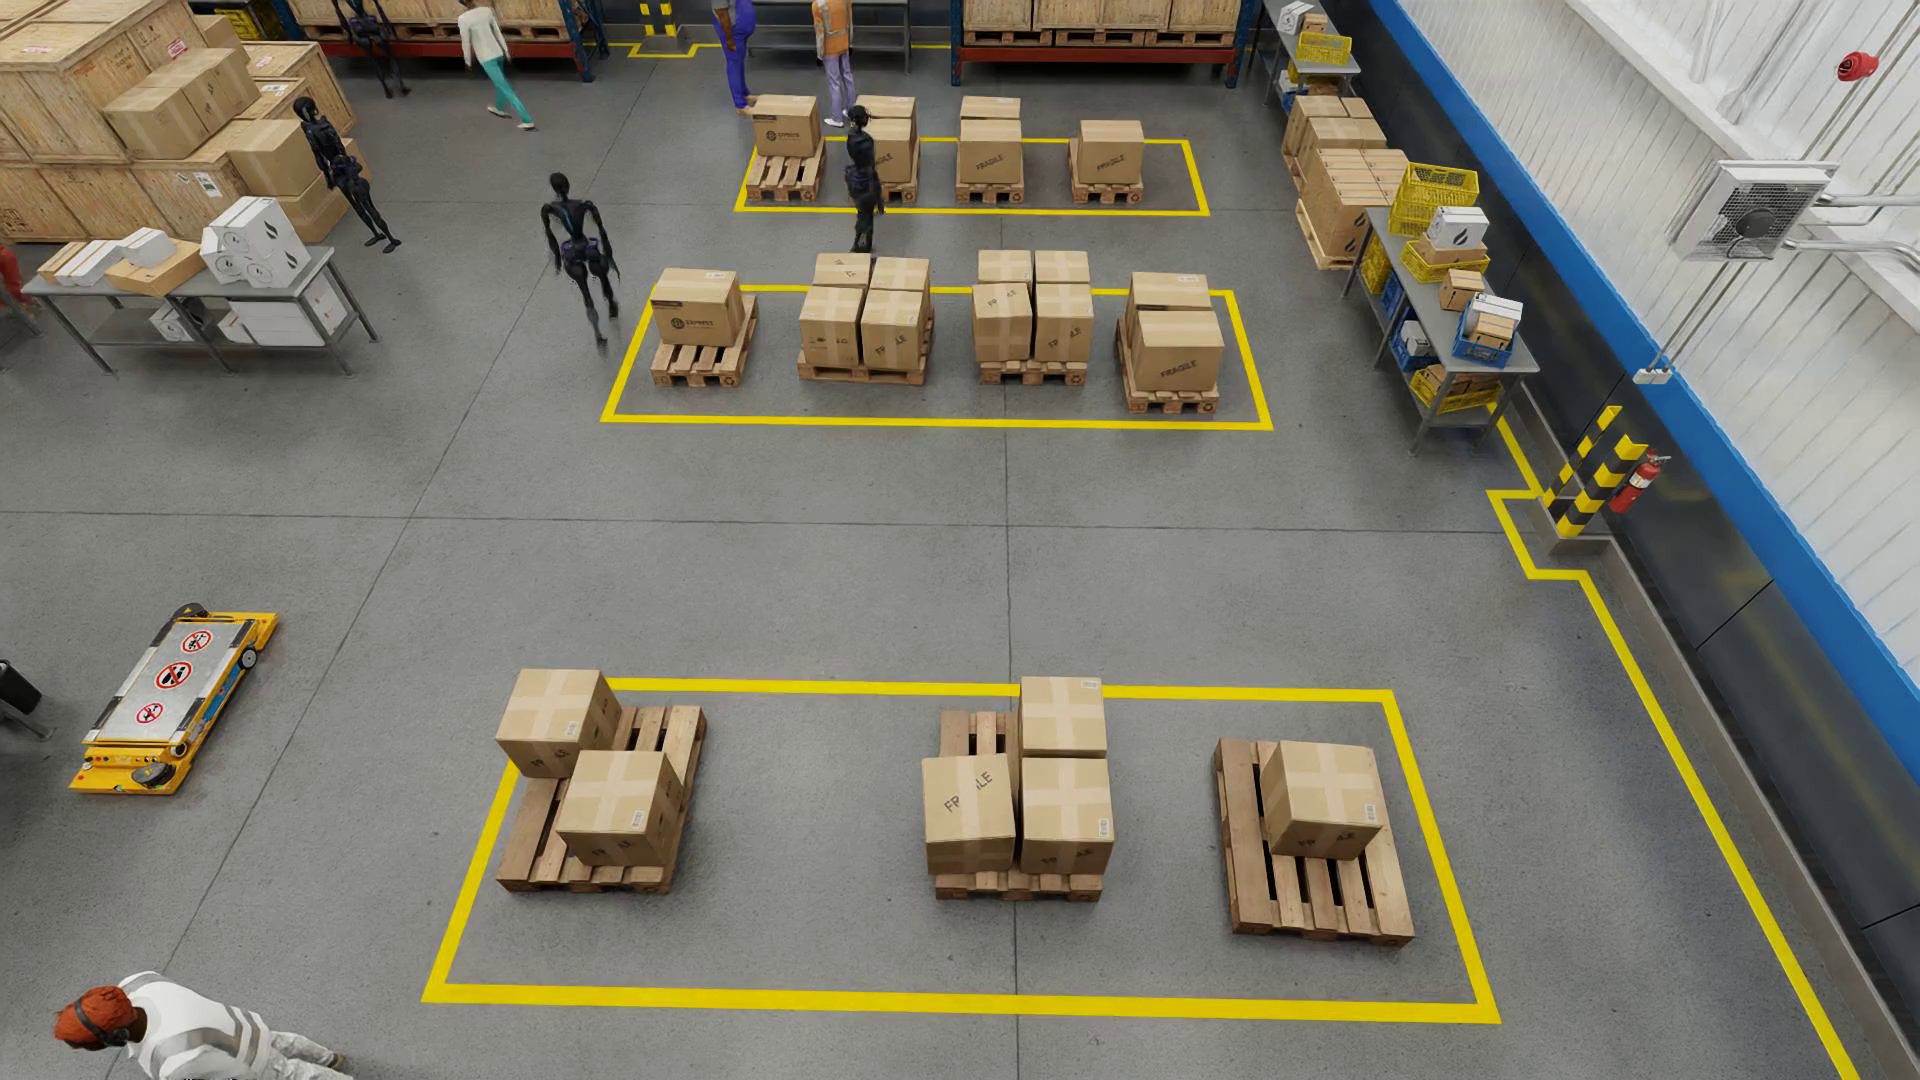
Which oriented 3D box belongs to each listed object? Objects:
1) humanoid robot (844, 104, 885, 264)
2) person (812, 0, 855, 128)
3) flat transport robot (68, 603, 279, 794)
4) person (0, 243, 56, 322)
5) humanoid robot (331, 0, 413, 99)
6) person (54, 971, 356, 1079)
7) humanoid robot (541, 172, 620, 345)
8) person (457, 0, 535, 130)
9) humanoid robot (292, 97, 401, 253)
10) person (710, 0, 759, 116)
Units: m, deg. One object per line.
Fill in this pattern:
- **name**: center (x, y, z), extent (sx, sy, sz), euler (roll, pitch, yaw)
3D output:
- **humanoid robot**: center (-1.016, -3.676, 9.552), extent (0.388, 1.642, 0.641), euler (-21, 53, -17)
- **person**: center (-1.580, -6.208, 11.533), extent (0.357, 1.929, 0.586), euler (37, 59, 27)
- **flat transport robot**: center (-5.504, 1.072, 6.442), extent (0.652, 0.197, 1.431), euler (1, 50, 1)
- **person**: center (-9.594, -2.932, 8.729), extent (0.595, 1.975, 0.656), euler (3, 50, 3)
- **humanoid robot**: center (-7.855, -6.767, 12.163), extent (0.600, 1.657, 0.335), euler (-17, 52, -14)
- **person**: center (-3.399, 2.411, 4.270), extent (0.573, 1.881, 0.357), euler (32, 57, 24)
- **humanoid robot**: center (-3.605, -2.674, 8.752), extent (0.587, 1.648, 0.784), euler (-10, 50, -8)
- **person**: center (-5.967, -6.109, 11.590), extent (0.901, 1.709, 0.529), euler (17, 52, 14)
- **humanoid robot**: center (-6.520, -3.849, 9.697), extent (0.572, 1.652, 0.316), euler (21, 53, 17)
- **person**: center (-2.875, -6.588, 11.782), extent (0.537, 2.000, 0.681), euler (-1, 50, -1)
